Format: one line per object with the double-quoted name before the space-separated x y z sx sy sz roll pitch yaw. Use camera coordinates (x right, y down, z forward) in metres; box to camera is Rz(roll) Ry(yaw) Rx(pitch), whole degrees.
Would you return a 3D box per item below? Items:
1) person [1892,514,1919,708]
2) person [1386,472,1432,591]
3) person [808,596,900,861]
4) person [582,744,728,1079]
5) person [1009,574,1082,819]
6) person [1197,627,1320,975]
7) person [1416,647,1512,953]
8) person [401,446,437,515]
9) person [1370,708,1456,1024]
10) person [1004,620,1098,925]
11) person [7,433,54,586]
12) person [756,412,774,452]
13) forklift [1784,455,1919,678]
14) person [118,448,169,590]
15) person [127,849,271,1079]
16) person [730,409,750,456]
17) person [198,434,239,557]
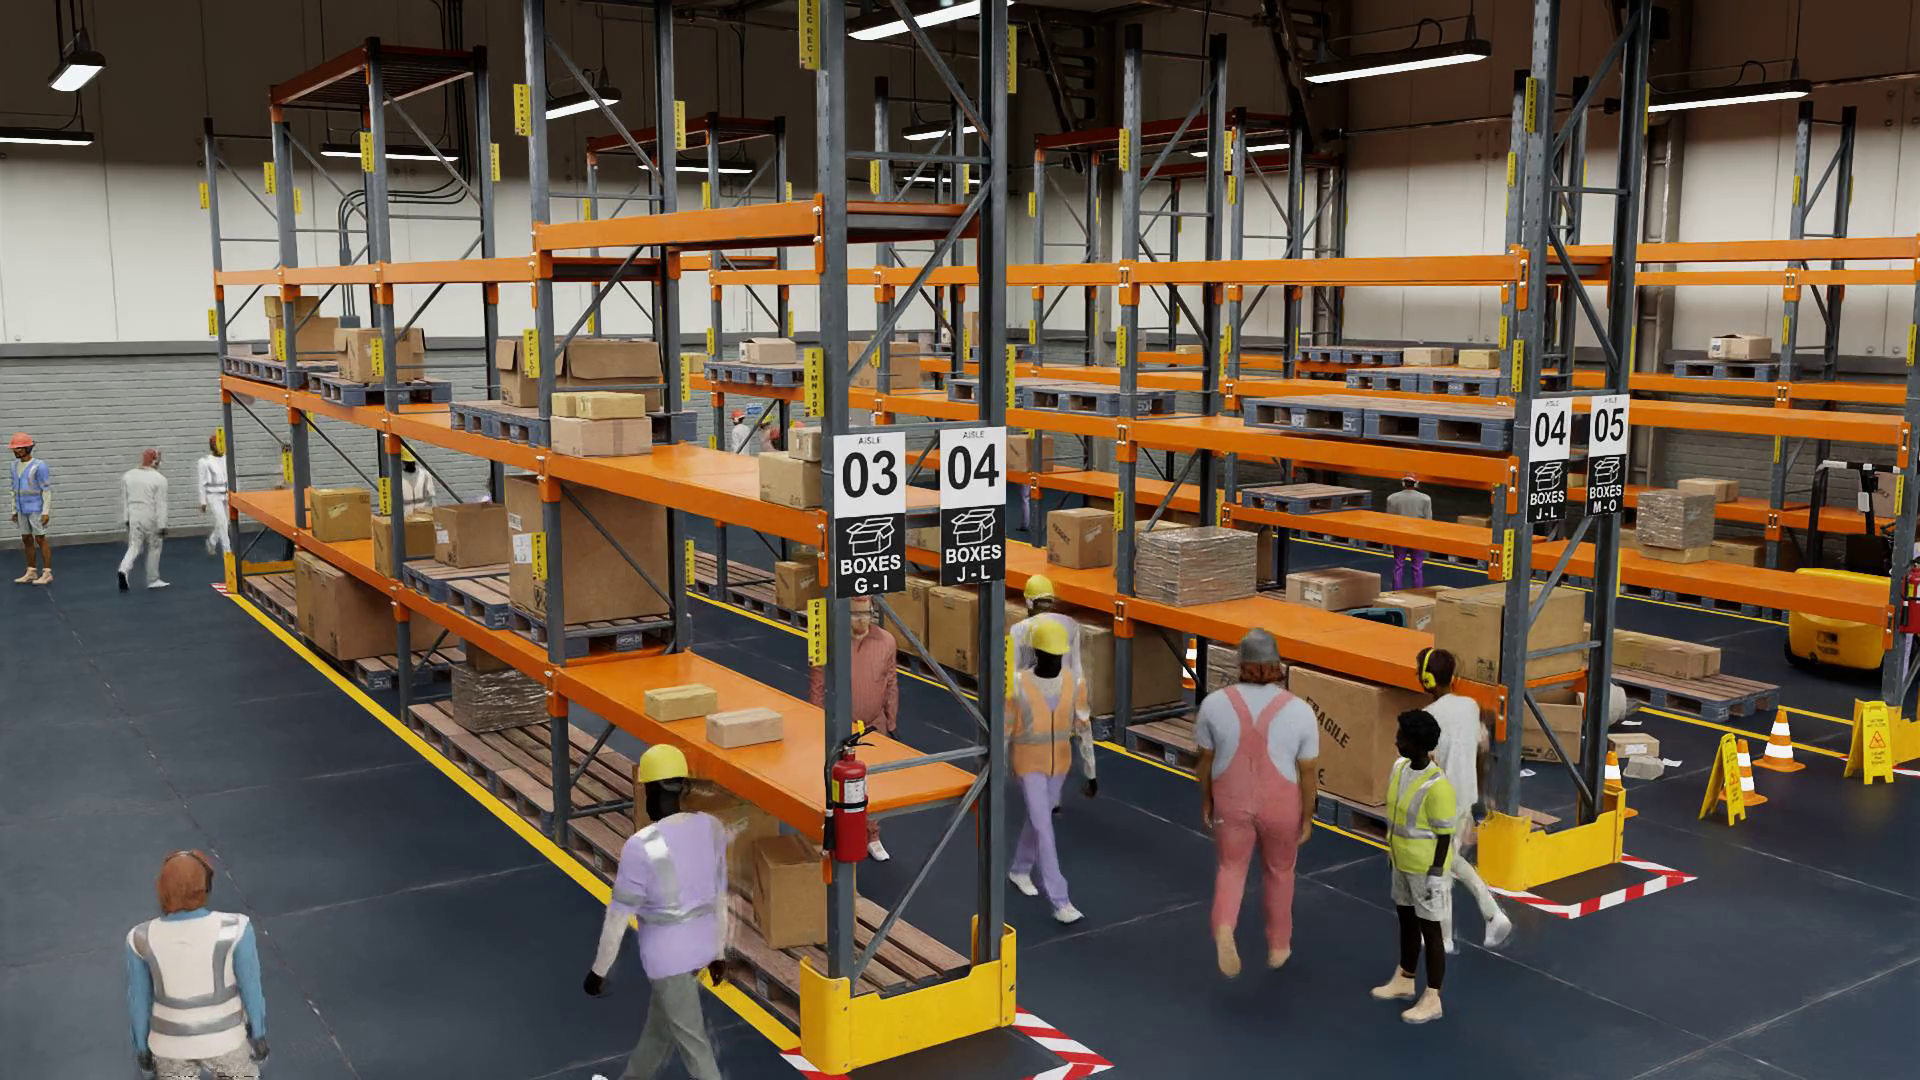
"person" 8.960 0.666 15.576 0.516 1.844 0.332 2 9 14
"person" 5.534 -0.030 20.507 0.563 1.753 0.327 3 9 21
"person" -0.712 1.271 11.349 0.636 1.908 0.404 -3 9 -20
"person" -1.371 1.861 7.559 0.994 1.856 0.611 4 10 27
"person" 0.546 1.142 12.565 0.626 1.788 0.890 -5 10 -30
"person" 1.691 1.487 9.464 0.700 2.000 0.787 3 9 18
"person" 2.903 1.549 9.735 0.522 1.842 0.551 -7 11 -37
"person" -7.224 -0.313 21.999 0.596 1.865 1.013 -6 10 -35
"person" 2.458 1.734 8.941 0.322 1.699 0.536 -2 9 -14
"person" 0.555 1.421 10.460 0.604 1.868 1.011 -4 9 -26
"person" -12.351 -0.405 22.050 0.614 2.041 0.393 3 9 20
"person" -3.532 -1.407 29.698 0.599 1.745 0.567 -3 9 -21
"forklift" 9.643 0.253 17.172 2.313 2.155 1.214 -6 10 -33
"person" -10.625 -0.248 21.622 0.692 1.871 0.726 2 9 15
"person" -3.143 2.076 6.894 0.547 1.621 0.368 -1 9 -10
"person" -4.050 -1.524 30.464 0.343 1.749 0.573 3 9 18
"person" -10.731 -0.611 24.054 0.825 1.860 0.582 5 10 32
